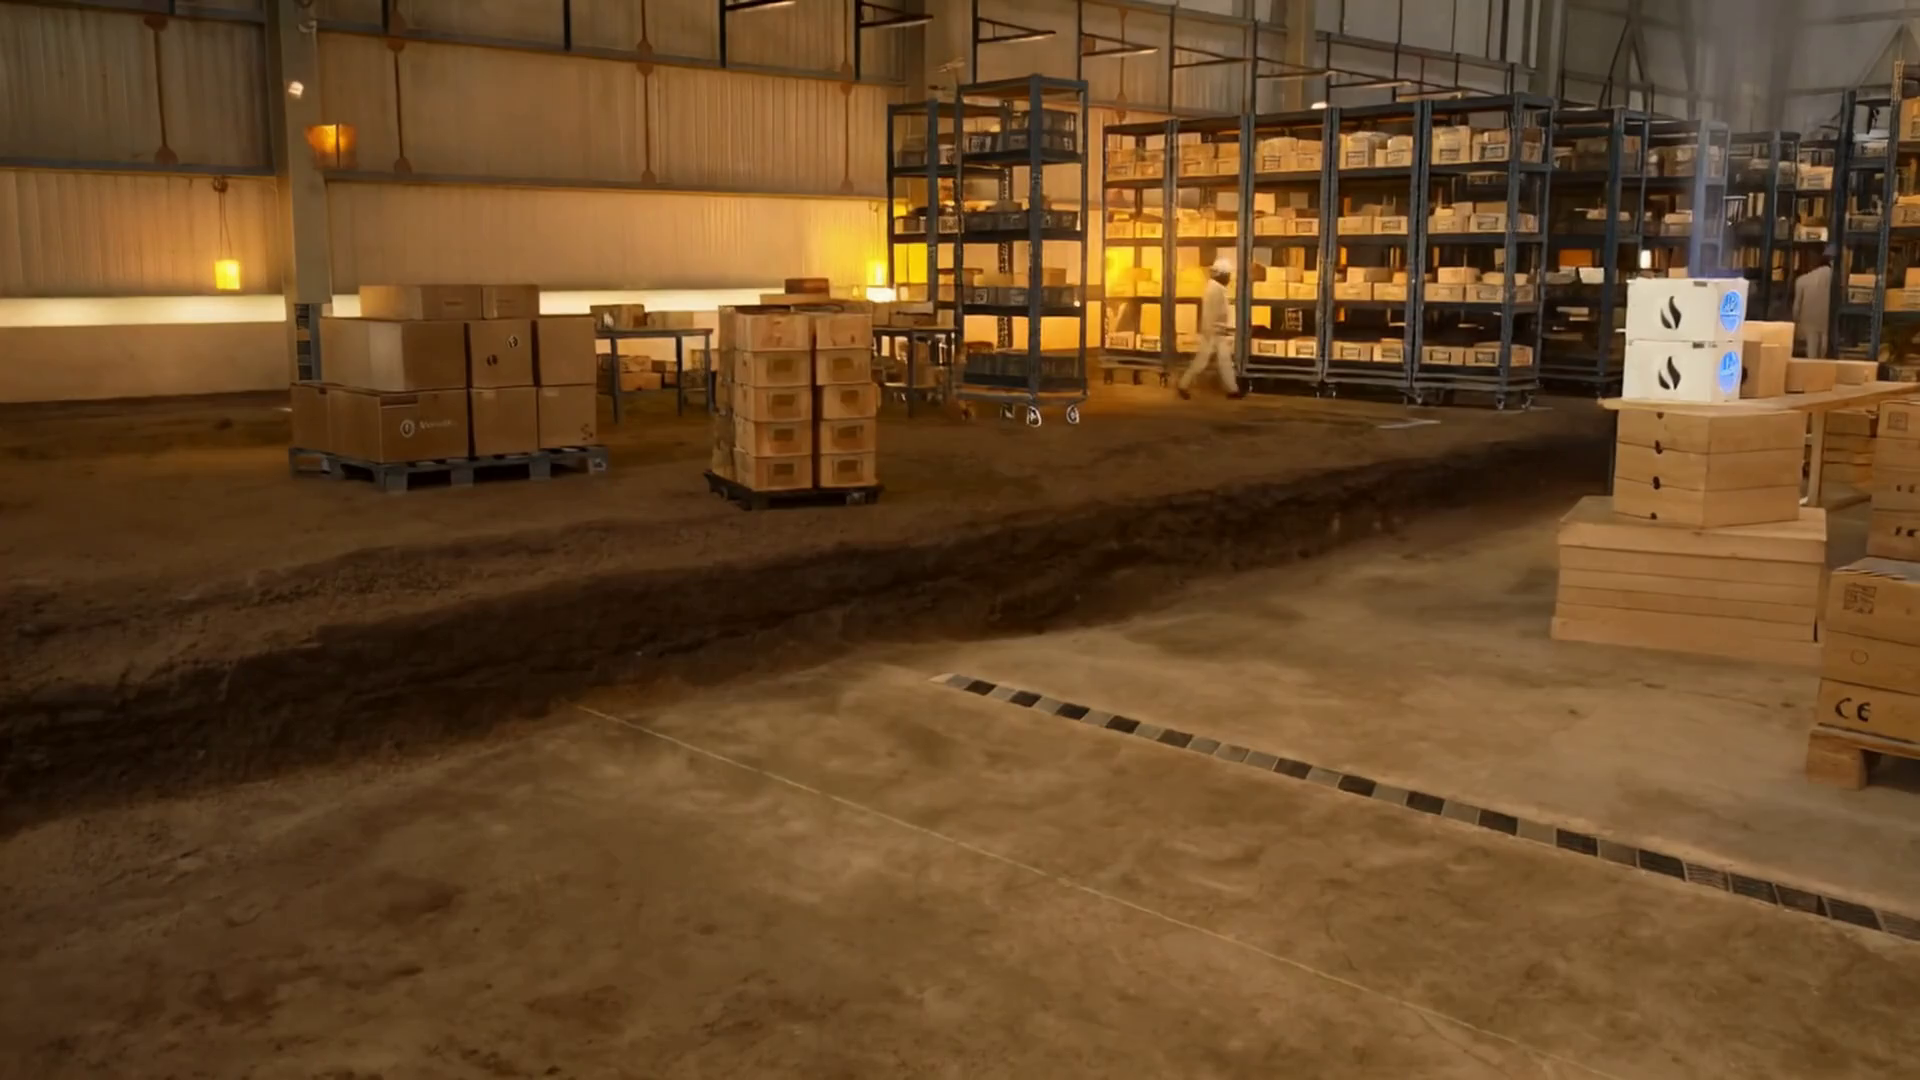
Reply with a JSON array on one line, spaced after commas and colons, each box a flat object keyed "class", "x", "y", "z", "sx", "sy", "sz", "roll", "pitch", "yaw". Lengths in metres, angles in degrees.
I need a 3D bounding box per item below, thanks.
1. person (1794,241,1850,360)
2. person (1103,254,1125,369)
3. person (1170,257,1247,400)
[{"class": "person", "x": 10.547, "y": -2.672, "z": 20.399, "sx": 0.568, "sy": 1.969, "sz": 0.667, "roll": -7, "pitch": 12, "yaw": -36}, {"class": "person", "x": 2.459, "y": -3.661, "z": 26.730, "sx": 0.380, "sy": 1.844, "sz": 0.570, "roll": 0, "pitch": 9, "yaw": -2}, {"class": "person", "x": 3.095, "y": -2.622, "z": 20.698, "sx": 0.908, "sy": 1.785, "sz": 0.635, "roll": 4, "pitch": 10, "yaw": 23}]
